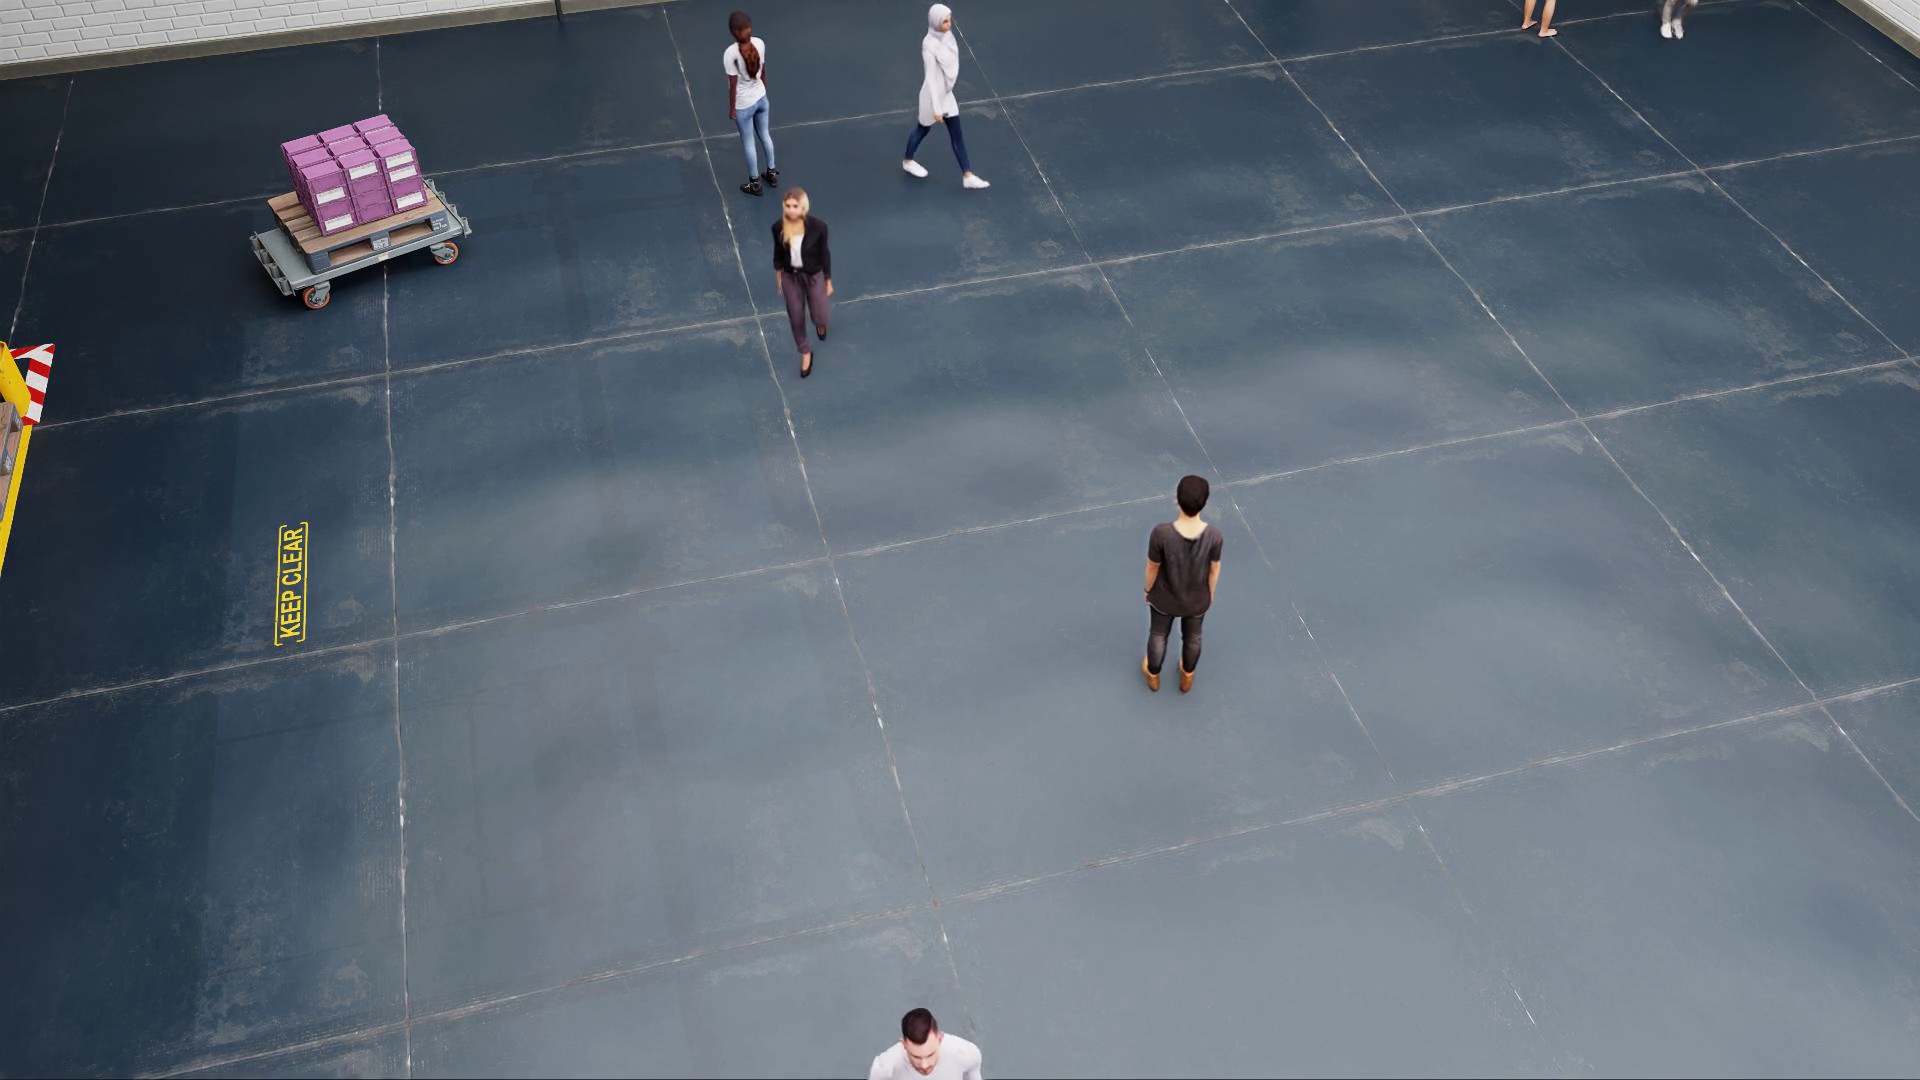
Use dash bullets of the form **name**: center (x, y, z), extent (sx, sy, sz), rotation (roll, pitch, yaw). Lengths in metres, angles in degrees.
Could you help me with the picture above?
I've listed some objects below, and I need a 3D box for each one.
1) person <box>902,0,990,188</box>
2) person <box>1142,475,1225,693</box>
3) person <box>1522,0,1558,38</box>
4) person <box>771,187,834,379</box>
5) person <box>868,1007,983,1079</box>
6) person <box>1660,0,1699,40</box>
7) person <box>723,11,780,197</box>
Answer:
- **person**: center (-0.283, -3.948, 14.849), extent (1.185, 1.725, 1.094), rotation (24, 49, 23)
- **person**: center (1.388, 0.304, 10.396), extent (0.678, 1.711, 0.666), rotation (5, 44, 5)
- **person**: center (6.096, -5.979, 17.072), extent (0.704, 1.601, 0.596), rotation (-26, 49, -25)
- **person**: center (-1.186, -2.035, 12.886), extent (0.743, 1.664, 0.847), rotation (4, 44, 4)
- **person**: center (-0.155, 2.668, 7.832), extent (0.738, 1.825, 0.824), rotation (-6, 44, -6)
- **person**: center (7.465, -5.877, 17.104), extent (0.590, 1.408, 0.593), rotation (-1, 44, -1)
- **person**: center (-1.862, -3.882, 14.783), extent (0.678, 1.720, 0.662), rotation (34, 53, 30)
